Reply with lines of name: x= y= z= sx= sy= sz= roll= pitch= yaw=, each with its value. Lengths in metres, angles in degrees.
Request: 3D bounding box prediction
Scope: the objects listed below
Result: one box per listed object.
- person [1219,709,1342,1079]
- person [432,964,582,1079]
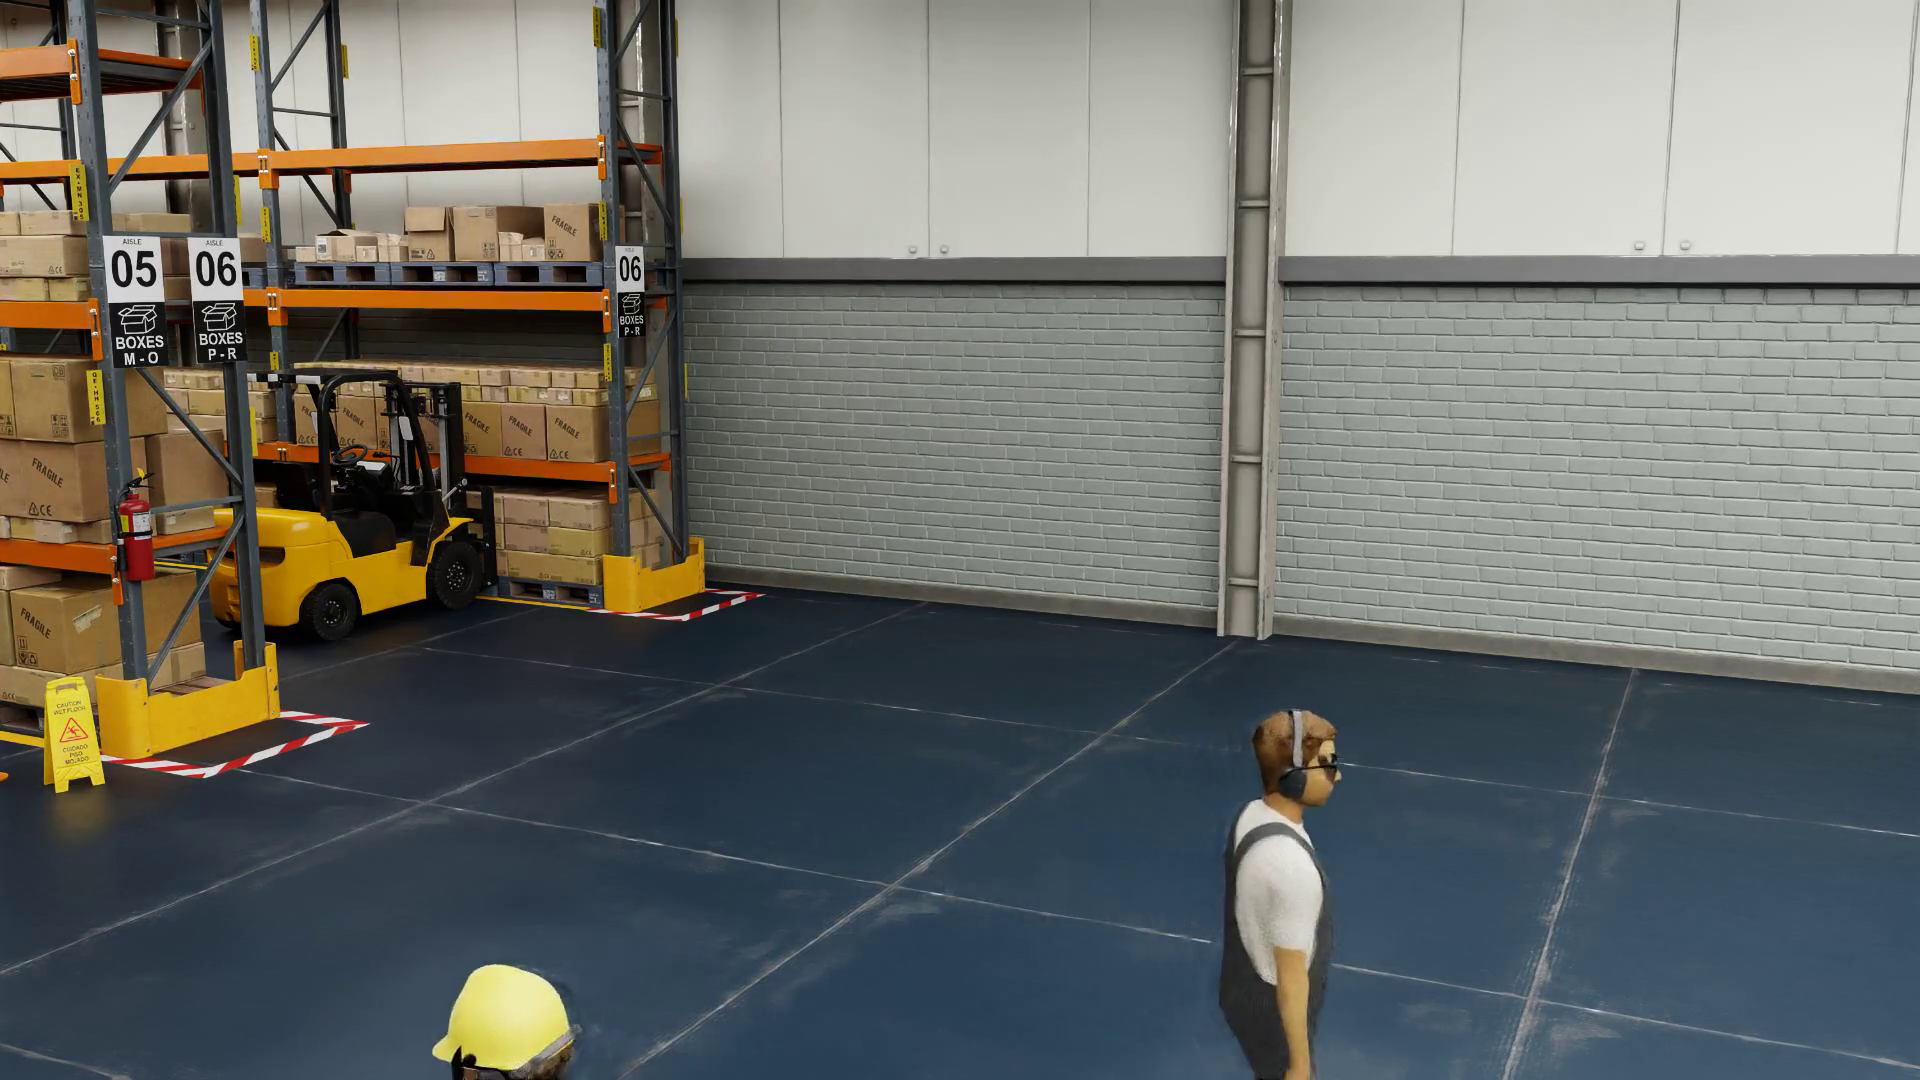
person: x=0.844 y=1.366 z=4.719 sx=0.756 sy=1.825 sz=0.517 roll=0 pitch=9 yaw=-1
person: x=-0.699 y=1.658 z=3.187 sx=0.709 sy=1.746 sz=0.534 roll=2 pitch=9 yaw=11
